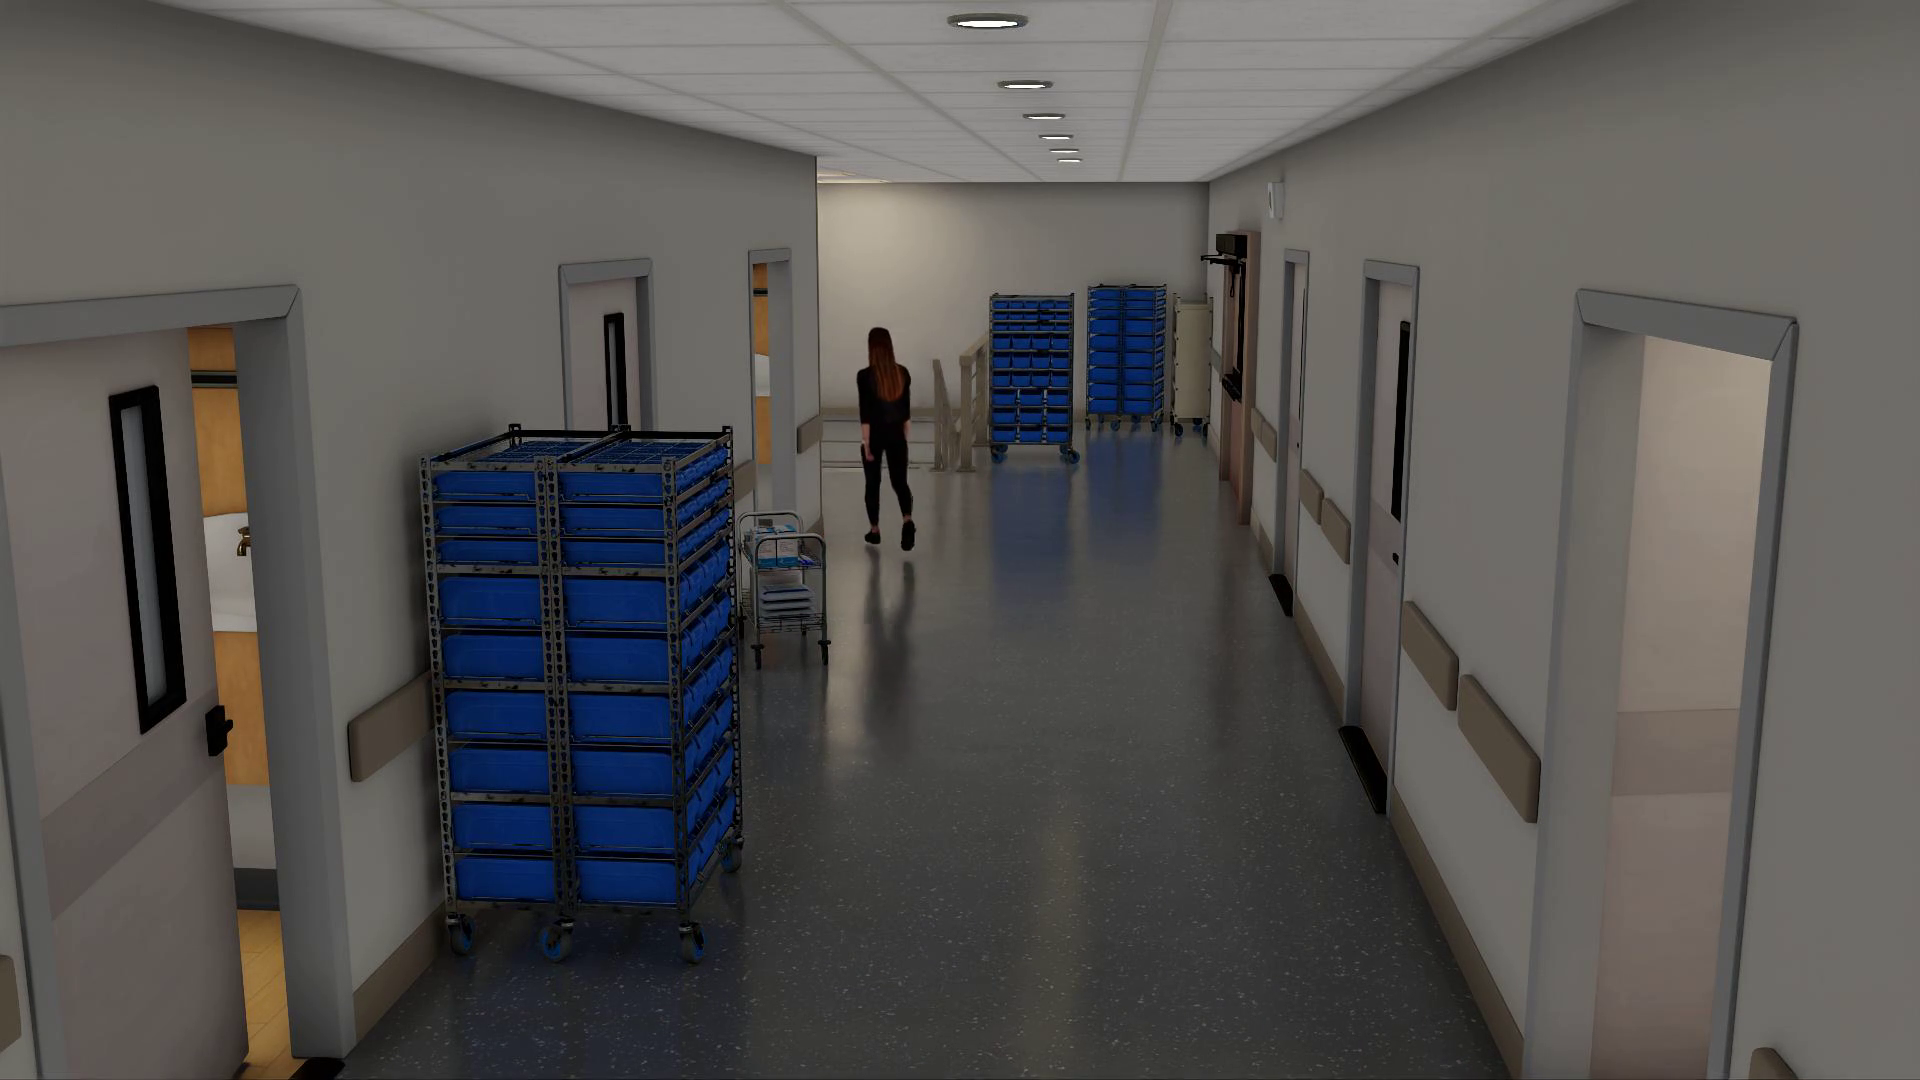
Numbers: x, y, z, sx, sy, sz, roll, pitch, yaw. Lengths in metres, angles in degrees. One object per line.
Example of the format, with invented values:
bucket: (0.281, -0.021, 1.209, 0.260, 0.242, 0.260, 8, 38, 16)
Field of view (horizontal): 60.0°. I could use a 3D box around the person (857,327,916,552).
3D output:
person: (-0.529, -0.740, 12.621, 0.874, 1.684, 1.173, -3, 11, -17)
